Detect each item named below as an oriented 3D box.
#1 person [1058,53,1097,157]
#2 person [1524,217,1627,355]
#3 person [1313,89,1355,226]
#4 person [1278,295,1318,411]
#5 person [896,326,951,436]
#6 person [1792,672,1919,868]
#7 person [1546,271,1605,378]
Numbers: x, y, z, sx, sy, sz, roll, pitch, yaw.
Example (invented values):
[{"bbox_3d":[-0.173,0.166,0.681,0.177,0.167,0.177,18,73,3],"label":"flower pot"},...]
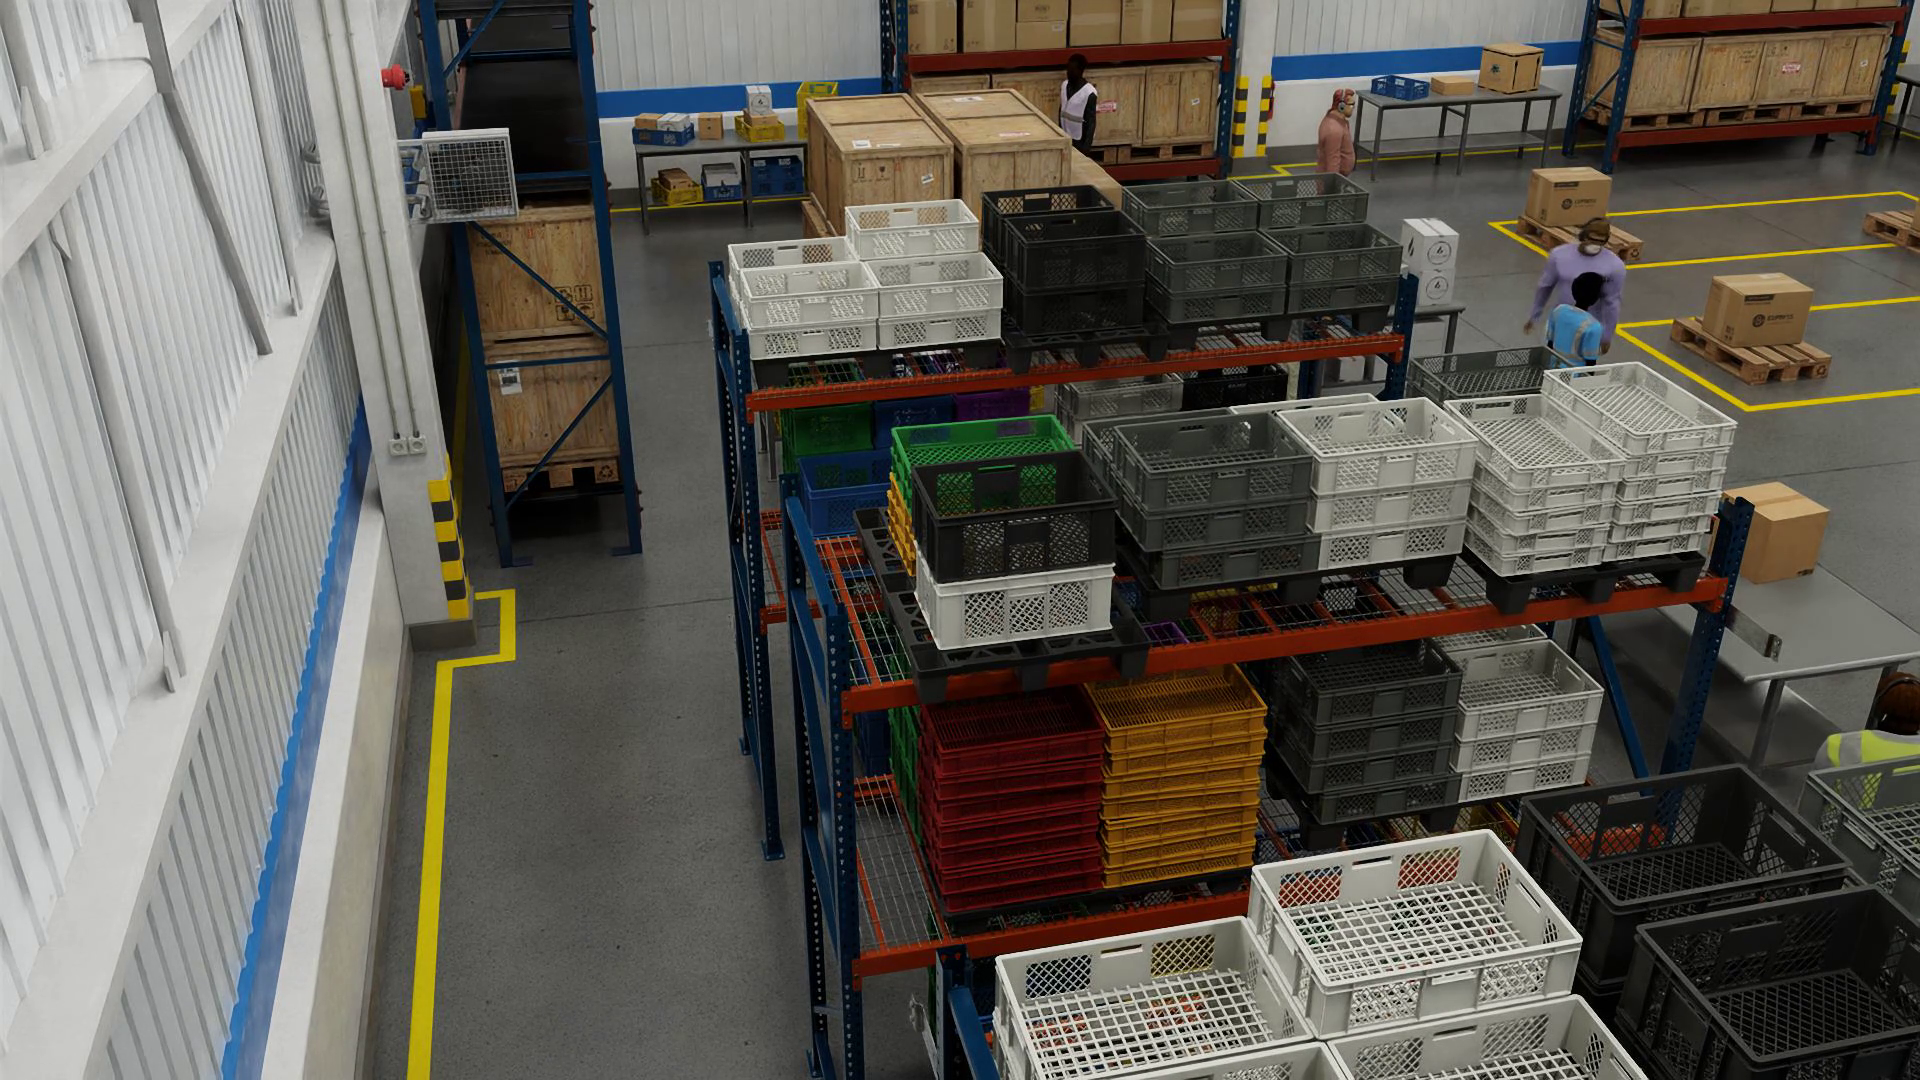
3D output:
[{"bbox_3d":[1.315,-4.556,18.905,0.392,1.922,0.591,-18,33,-31],"label":"person"},{"bbox_3d":[4.981,-1.735,13.559,0.707,1.920,0.414,21,34,34],"label":"person"},{"bbox_3d":[3.919,-3.773,17.445,0.401,1.900,0.639,5,28,9],"label":"person"},{"bbox_3d":[2.667,-1.463,13.103,0.316,1.861,0.514,-4,28,-7],"label":"person"},{"bbox_3d":[-0.276,-0.864,11.940,0.355,1.883,0.574,18,33,30],"label":"person"},{"bbox_3d":[4.138,1.428,7.650,0.629,1.837,0.430,5,28,10],"label":"person"},{"bbox_3d":[4.721,-1.259,12.885,0.316,1.696,0.541,-9,29,-17],"label":"person"}]
